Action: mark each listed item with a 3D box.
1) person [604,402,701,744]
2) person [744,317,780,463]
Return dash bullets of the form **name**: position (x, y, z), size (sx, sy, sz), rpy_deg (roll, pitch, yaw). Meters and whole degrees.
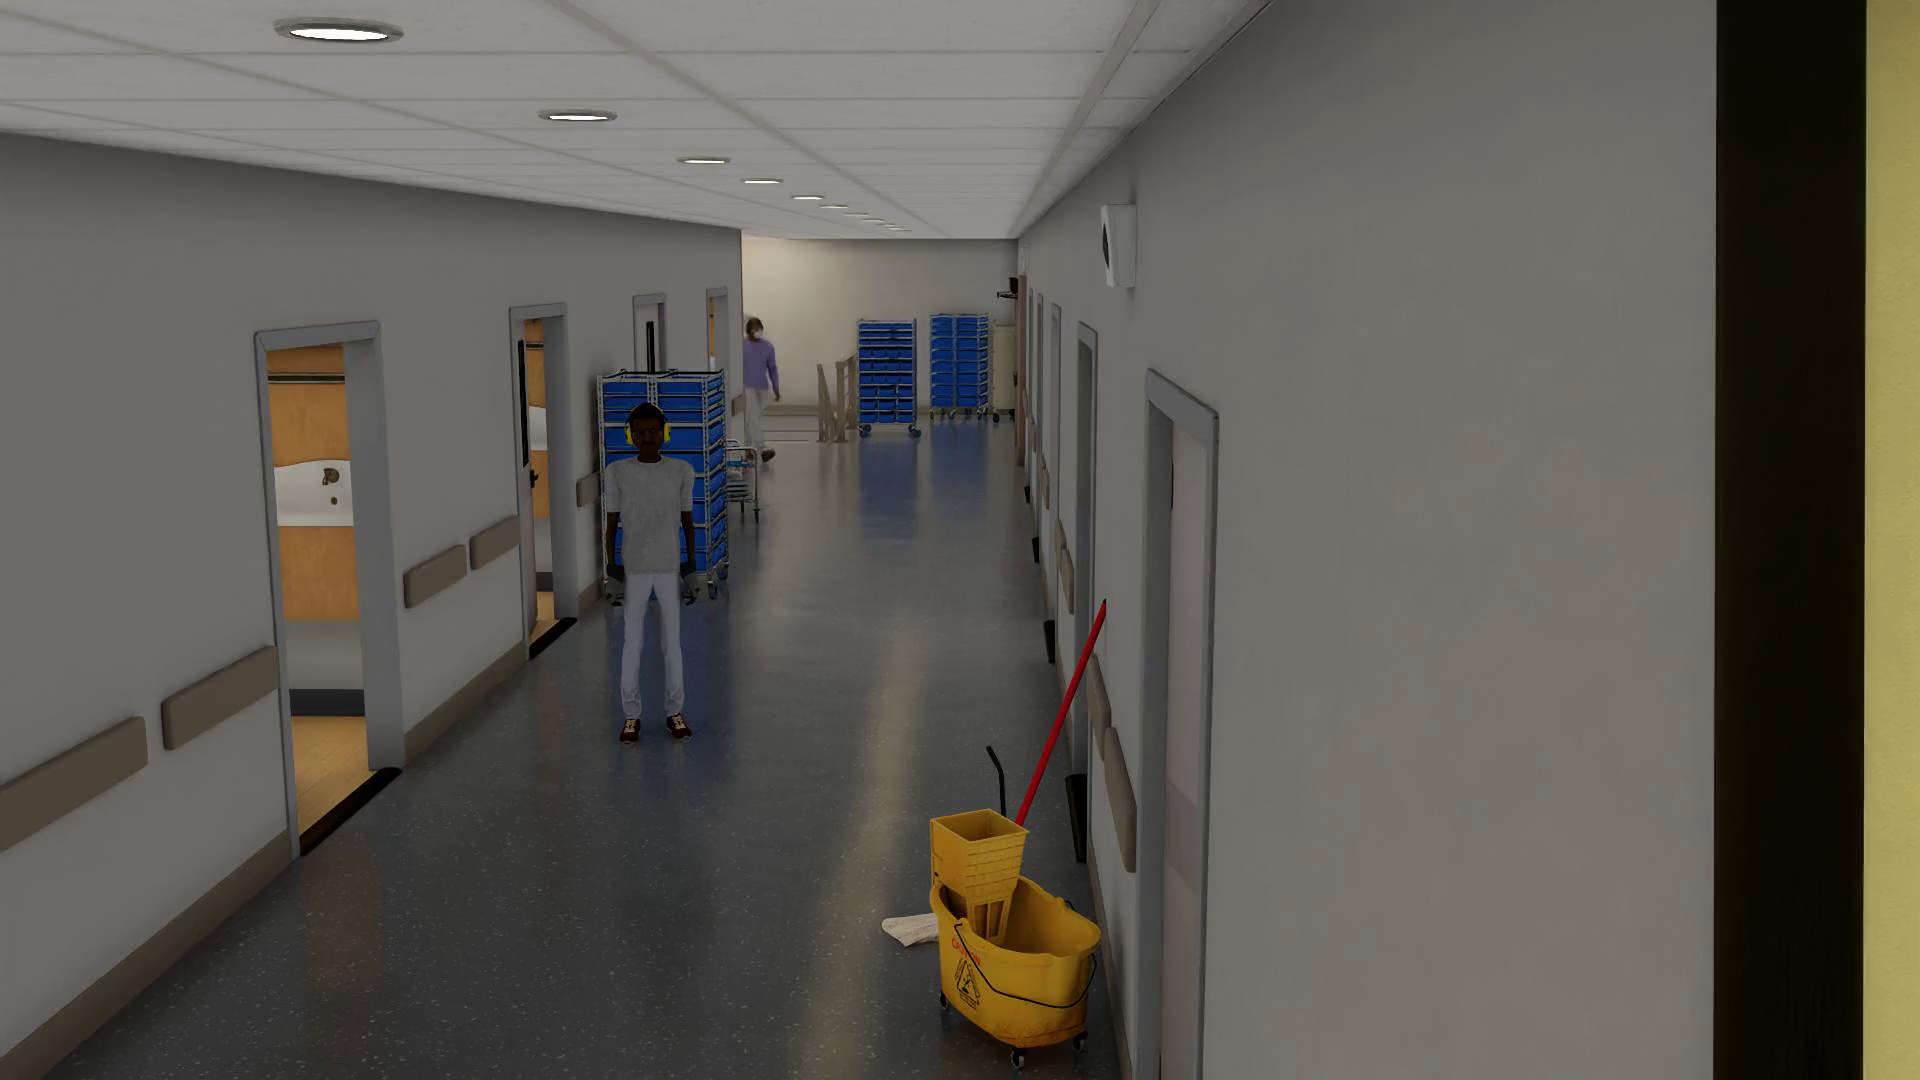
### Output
- **person**: position (-1.684, 0.179, 9.109), size (0.515, 1.872, 0.328), rpy_deg (-3, 10, -16)
- **person**: position (-2.656, -1.965, 21.850), size (0.641, 1.891, 1.007), rpy_deg (-7, 12, -36)
